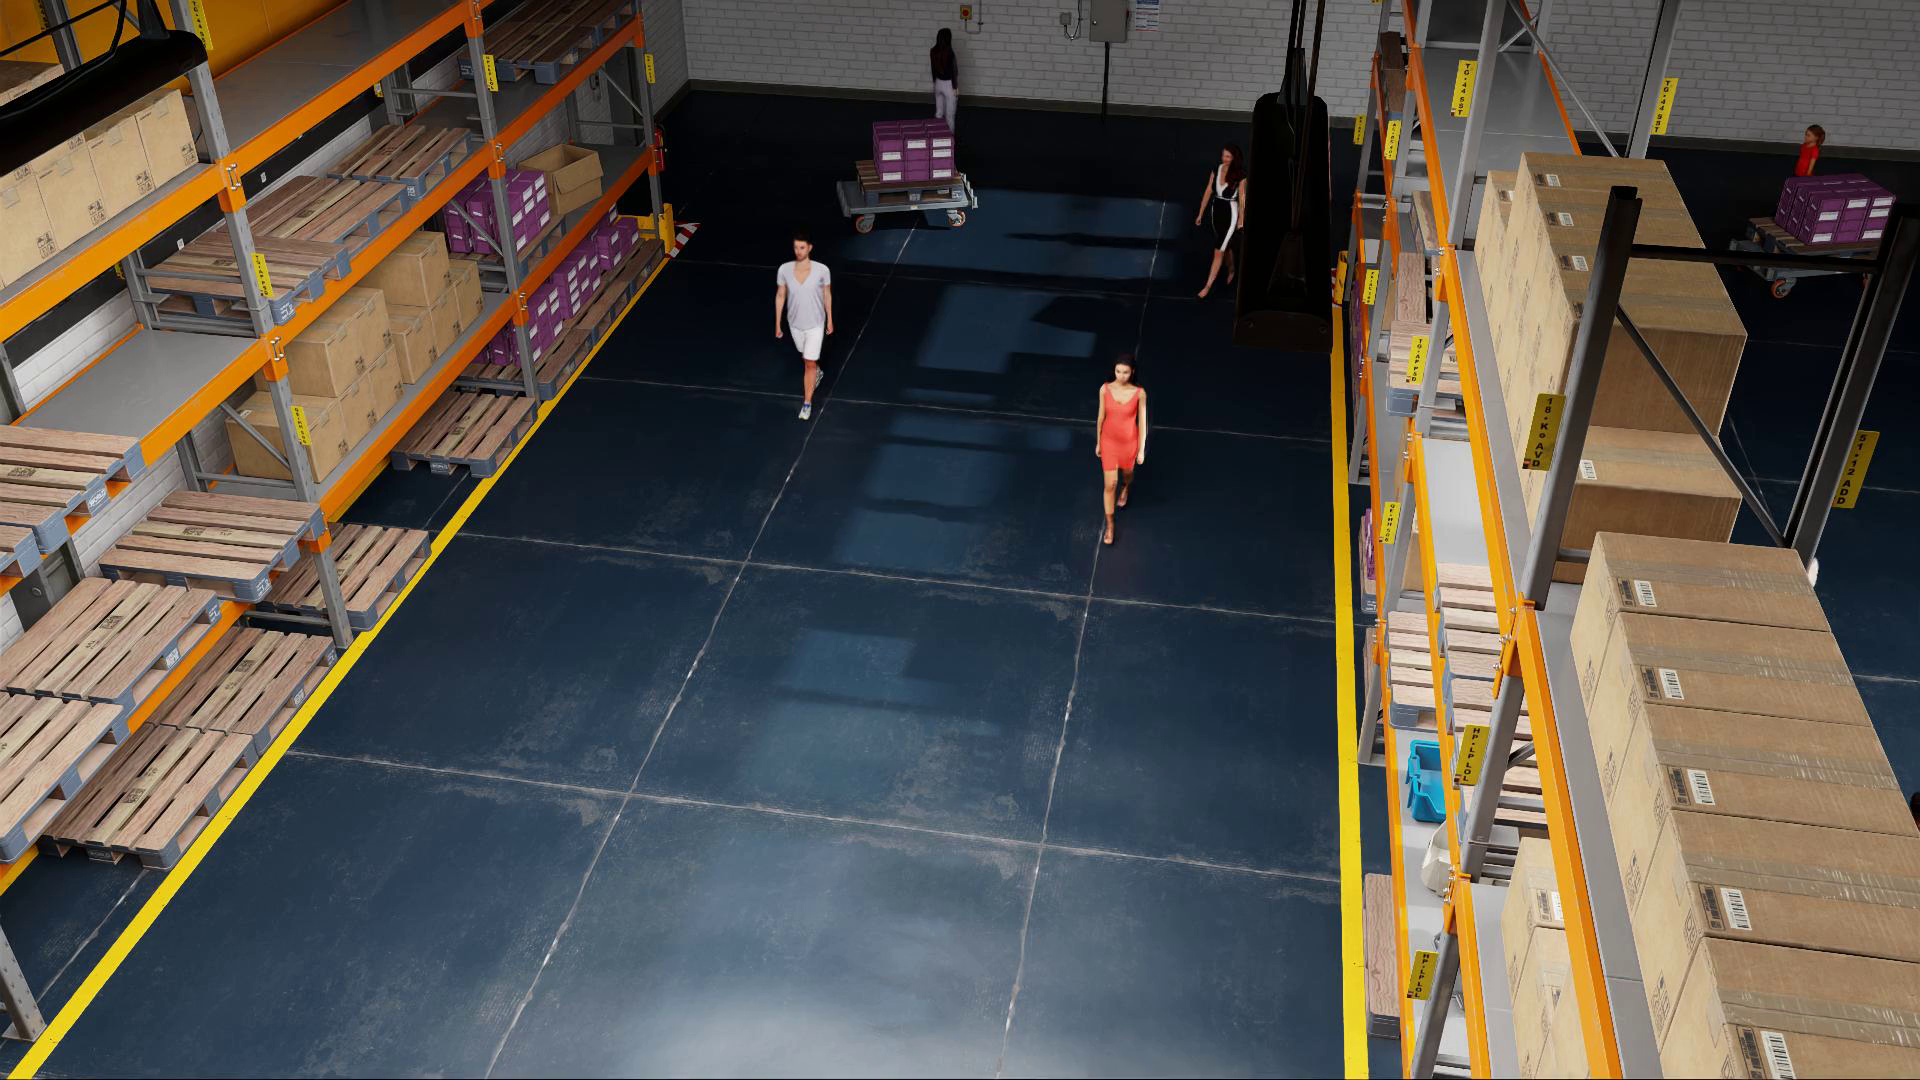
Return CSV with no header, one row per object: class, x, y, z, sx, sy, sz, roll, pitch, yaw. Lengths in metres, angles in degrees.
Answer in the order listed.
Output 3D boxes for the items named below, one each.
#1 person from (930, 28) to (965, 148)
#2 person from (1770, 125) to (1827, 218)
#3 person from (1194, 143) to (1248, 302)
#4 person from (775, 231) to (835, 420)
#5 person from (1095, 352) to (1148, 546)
person,-0.179,-6.121,22.497,0.684,1.608,0.705,27,42,35
person,10.292,-4.392,20.192,0.771,1.280,0.889,-7,34,-10
person,2.985,-3.572,18.529,1.006,1.755,1.196,27,42,35
person,-1.497,-2.191,16.406,0.690,1.805,1.213,5,34,8
person,1.414,-0.871,14.529,0.598,1.685,1.093,6,34,9
